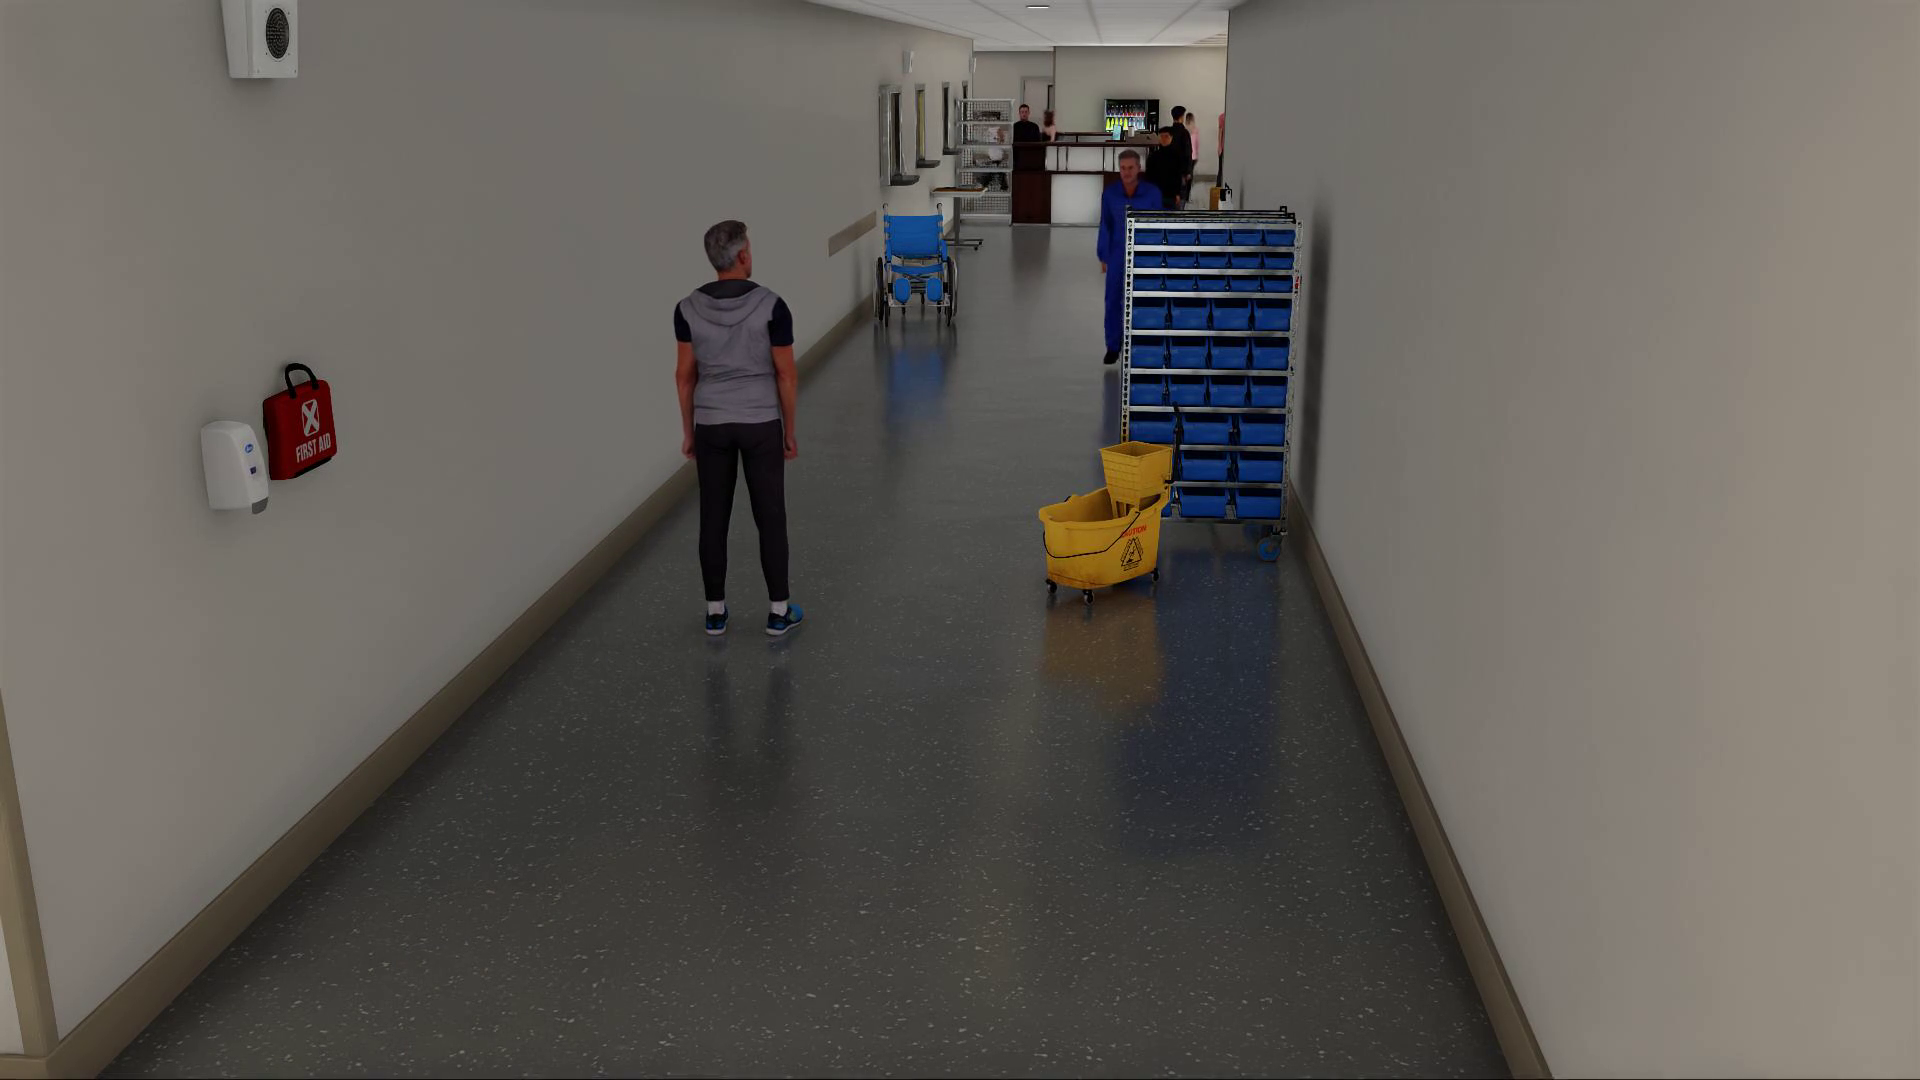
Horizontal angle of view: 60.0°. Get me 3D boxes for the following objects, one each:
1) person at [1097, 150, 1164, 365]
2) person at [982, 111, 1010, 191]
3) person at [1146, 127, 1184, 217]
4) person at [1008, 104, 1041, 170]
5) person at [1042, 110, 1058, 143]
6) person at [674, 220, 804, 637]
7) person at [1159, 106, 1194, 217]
[{"bbox_3d":[1.483,-2.402,14.192,0.743,1.797,0.826,3,16,10],"label":"person"},{"bbox_3d":[0.718,-7.741,33.396,1.200,1.652,0.991,-7,17,-22],"label":"person"},{"bbox_3d":[2.749,-4.701,22.482,0.547,1.723,0.745,5,16,16],"label":"person"},{"bbox_3d":[1.087,-6.416,28.217,0.594,1.912,0.795,-2,16,-6],"label":"person"},{"bbox_3d":[1.625,-6.830,29.965,0.722,1.761,0.799,-2,16,-7],"label":"person"},{"bbox_3d":[-0.979,-0.479,7.319,0.474,1.825,0.735,1,16,4],"label":"person"},{"bbox_3d":[3.290,-5.649,25.437,0.763,1.944,0.856,14,21,41],"label":"person"}]
